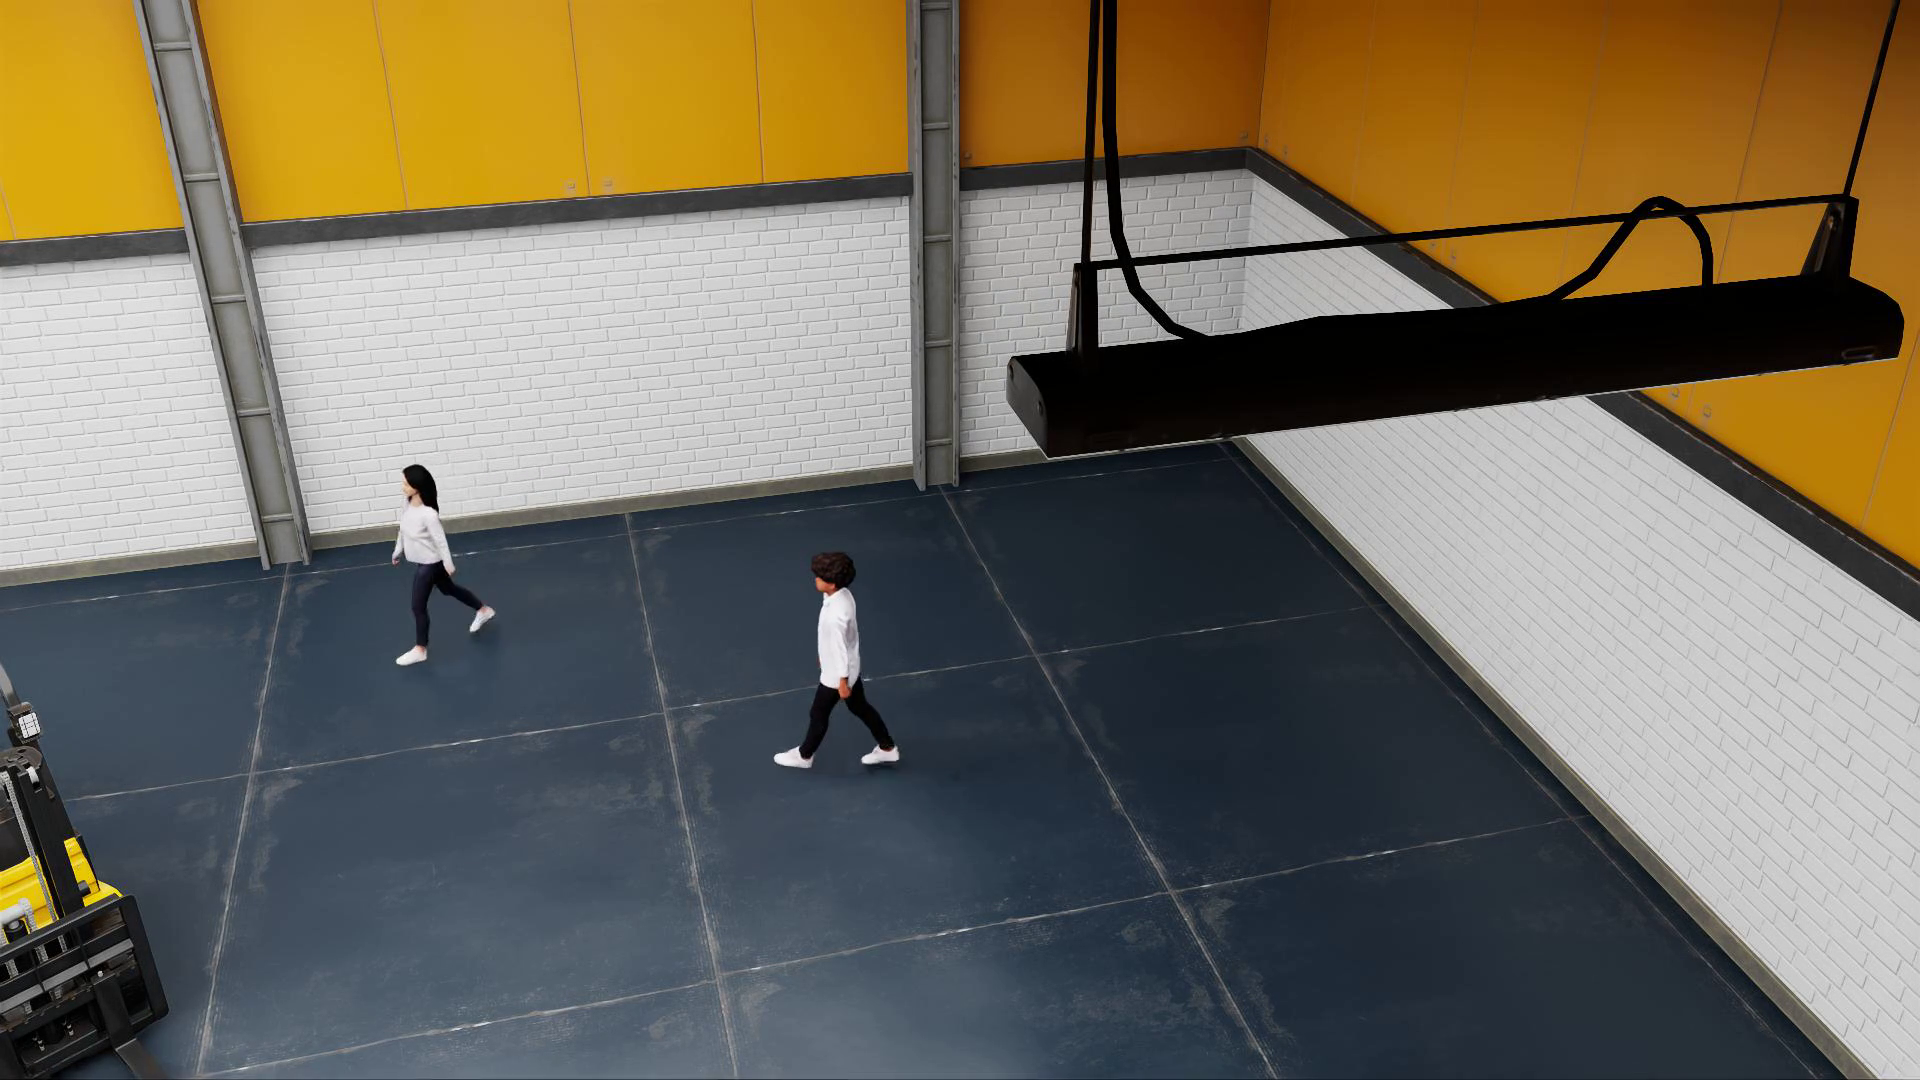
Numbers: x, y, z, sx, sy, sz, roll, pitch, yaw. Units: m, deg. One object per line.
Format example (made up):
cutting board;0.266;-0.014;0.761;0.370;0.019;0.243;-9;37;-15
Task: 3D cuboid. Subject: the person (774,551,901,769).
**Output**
person;-0.765;0.894;11.754;1.215;1.764;0.861;0;29;1

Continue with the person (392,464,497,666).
person;-4.137;0.139;13.244;1.208;1.663;0.902;-20;34;-32
